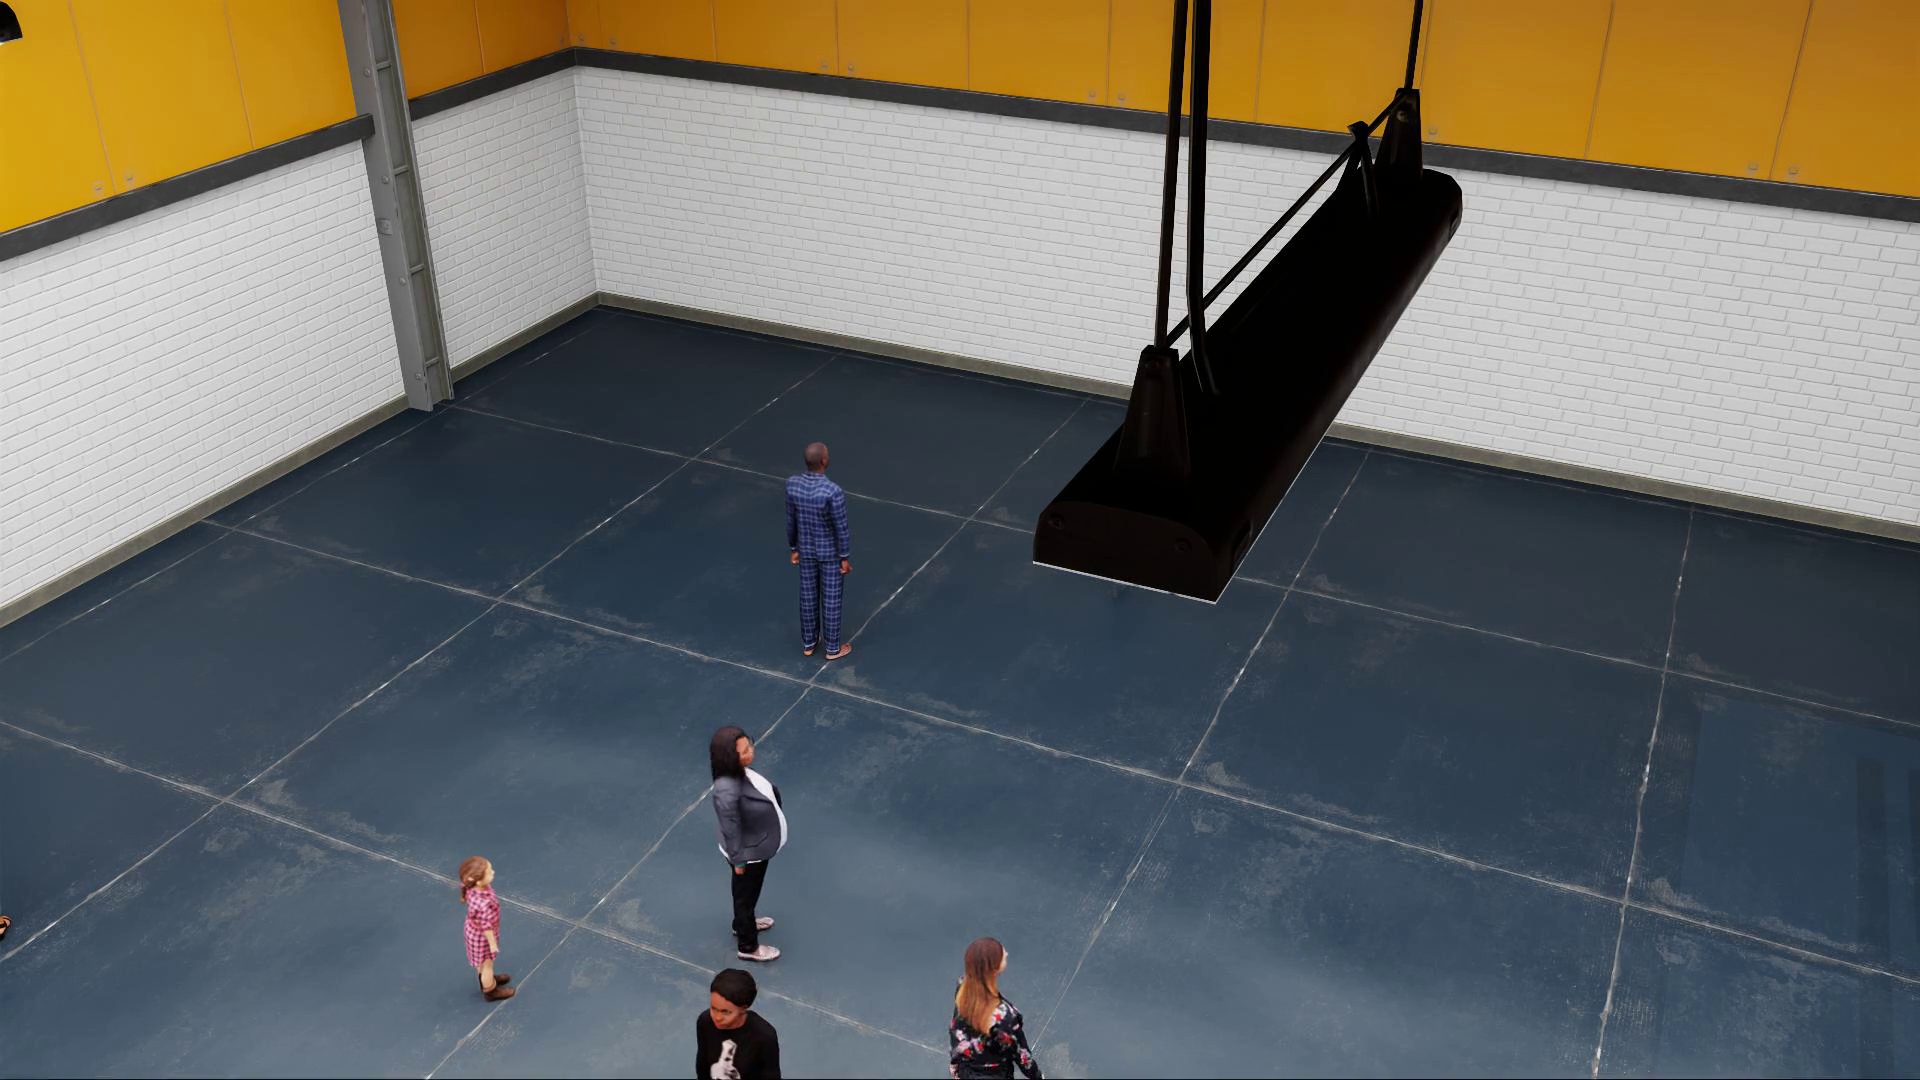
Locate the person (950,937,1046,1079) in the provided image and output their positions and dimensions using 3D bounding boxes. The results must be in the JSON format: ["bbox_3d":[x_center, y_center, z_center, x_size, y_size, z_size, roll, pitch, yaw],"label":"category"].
[{"bbox_3d":[0.063,2.707,8.232,1.144,1.632,0.951,-17,33,-28],"label":"person"}]

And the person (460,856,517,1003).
[{"bbox_3d":[-2.788,2.258,9.694,0.545,1.021,0.496,-16,32,-26],"label":"person"}]

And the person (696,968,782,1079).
[{"bbox_3d":[-1.052,2.718,8.186,0.671,1.658,0.926,8,30,15],"label":"person"}]

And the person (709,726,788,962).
[{"bbox_3d":[-1.297,1.793,9.944,0.858,1.597,0.775,-4,29,-8],"label":"person"}]

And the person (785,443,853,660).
[{"bbox_3d":[-1.089,0.080,12.848,0.673,1.824,0.590,12,31,20],"label":"person"}]
